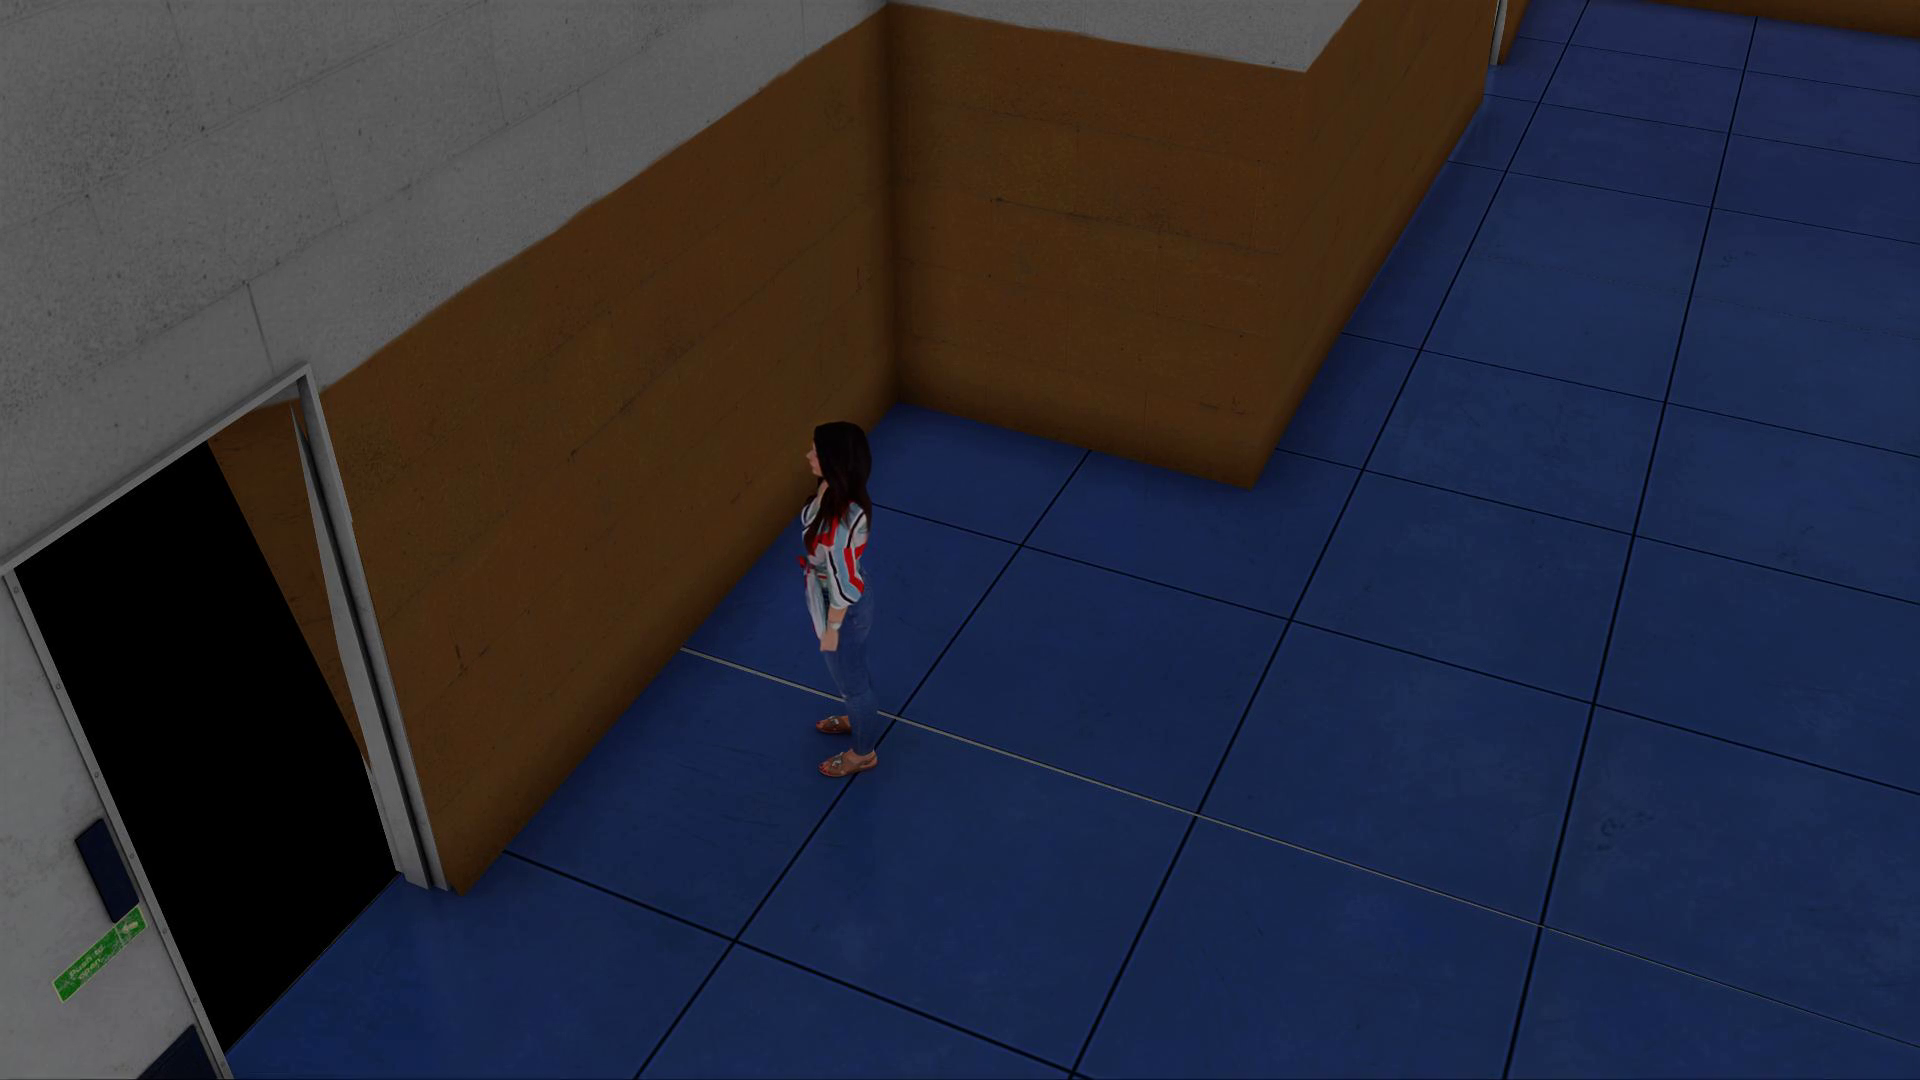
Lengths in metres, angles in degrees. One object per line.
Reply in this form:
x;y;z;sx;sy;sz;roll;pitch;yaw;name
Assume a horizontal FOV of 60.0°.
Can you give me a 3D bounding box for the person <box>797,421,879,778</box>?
-0.448;0.229;6.407;0.675;1.614;0.666;-3;37;-4;person
